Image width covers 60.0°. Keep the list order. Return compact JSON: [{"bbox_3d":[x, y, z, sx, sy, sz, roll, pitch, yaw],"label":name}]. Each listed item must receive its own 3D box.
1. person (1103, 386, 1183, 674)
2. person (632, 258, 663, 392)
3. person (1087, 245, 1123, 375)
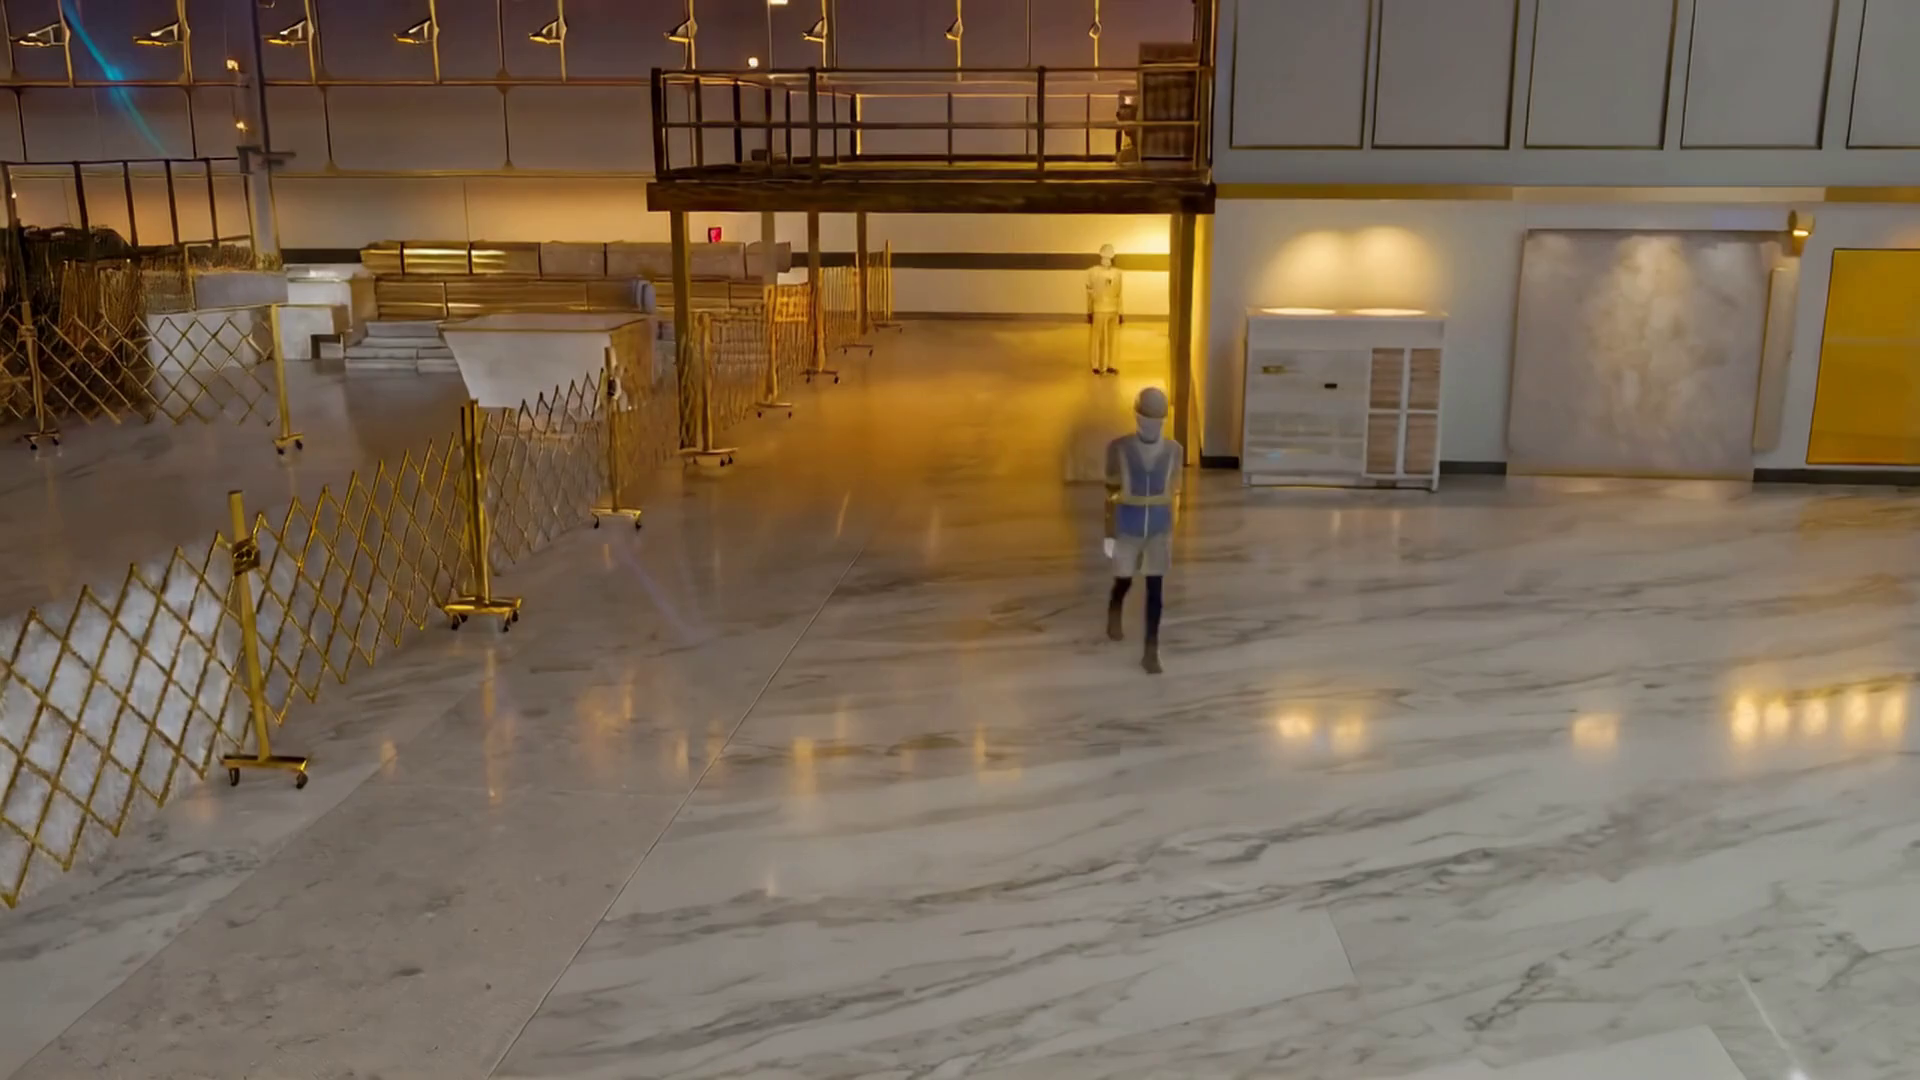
[{"bbox_3d":[1.217,-0.105,11.225,0.553,1.922,0.724,-2,14,-7],"label":"person"},{"bbox_3d":[-4.305,-2.971,23.045,0.422,1.864,0.604,-8,16,-30],"label":"person"},{"bbox_3d":[2.163,-3.421,24.763,0.588,1.927,0.370,-7,15,-25],"label":"person"}]
